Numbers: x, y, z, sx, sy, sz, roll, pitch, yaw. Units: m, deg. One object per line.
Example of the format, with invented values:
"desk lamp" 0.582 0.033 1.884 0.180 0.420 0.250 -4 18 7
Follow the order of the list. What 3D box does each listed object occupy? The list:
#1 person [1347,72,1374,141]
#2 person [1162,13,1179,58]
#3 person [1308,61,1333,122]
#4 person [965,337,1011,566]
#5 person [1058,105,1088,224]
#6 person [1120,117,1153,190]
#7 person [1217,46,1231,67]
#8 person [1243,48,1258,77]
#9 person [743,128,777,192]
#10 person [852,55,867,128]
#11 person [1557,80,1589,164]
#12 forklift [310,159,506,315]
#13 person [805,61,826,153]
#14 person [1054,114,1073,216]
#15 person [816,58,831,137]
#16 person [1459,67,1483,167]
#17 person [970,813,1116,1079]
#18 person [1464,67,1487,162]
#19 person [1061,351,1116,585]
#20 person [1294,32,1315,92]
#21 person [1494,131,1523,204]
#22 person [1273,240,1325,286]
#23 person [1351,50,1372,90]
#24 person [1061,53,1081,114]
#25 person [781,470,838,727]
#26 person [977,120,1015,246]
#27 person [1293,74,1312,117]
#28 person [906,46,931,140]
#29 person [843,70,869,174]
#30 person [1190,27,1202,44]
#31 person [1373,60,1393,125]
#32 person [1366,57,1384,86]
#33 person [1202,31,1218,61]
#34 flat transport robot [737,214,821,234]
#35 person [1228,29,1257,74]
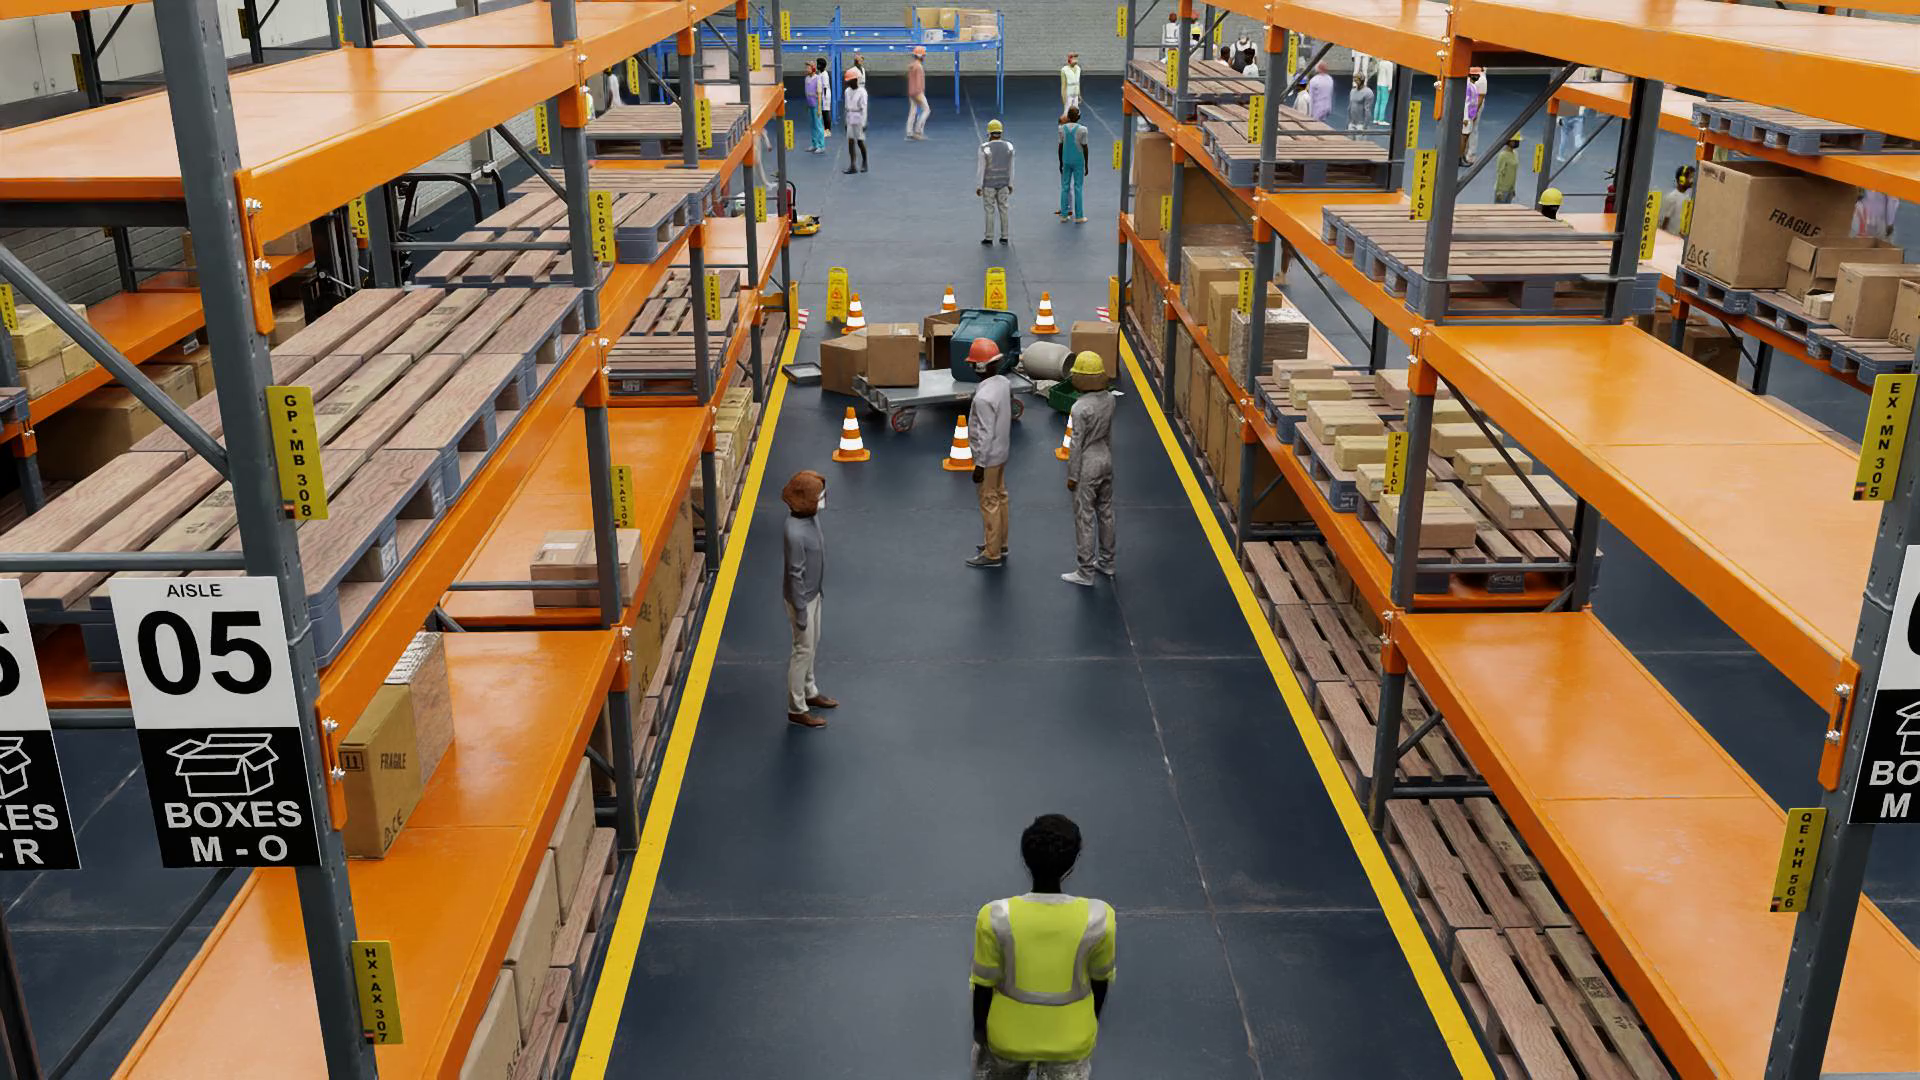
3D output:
"person" 7.386 -7.692 30.848 0.381 1.929 0.636 -9 22 -22
"person" 6.241 -14.570 49.085 0.576 1.881 0.354 11 23 27
"person" 7.270 -8.681 33.525 0.653 1.890 0.696 -15 25 -35
"person" 0.197 -0.662 12.506 0.339 1.747 0.573 6 22 16
"person" 1.798 -5.946 26.342 0.507 1.847 0.345 10 23 24
"person" 3.200 -7.060 29.271 0.772 1.854 0.608 -16 26 -35
"person" 5.764 -9.927 36.785 0.407 1.908 0.597 -6 22 -16
"person" 6.194 -9.578 35.771 0.361 1.964 0.614 -3 21 -8
"person" -3.511 -6.897 29.066 0.896 1.690 0.495 -18 27 -39
"person" -2.306 -10.162 37.770 0.315 1.641 0.515 9 22 22
"person" 12.064 -8.359 32.665 0.587 1.891 0.836 3 21 9
"forklift" -5.622 -2.910 17.832 2.313 2.155 1.214 -1 21 -1
"person" -2.974 -8.878 34.112 0.393 1.836 0.561 -14 25 -32
"person" 1.718 -6.083 27.013 0.284 1.627 0.504 -4 21 -10
"person" -3.000 -9.711 36.506 0.318 1.692 0.532 -6 21 -14
"person" 9.871 -8.223 32.231 0.354 1.939 0.544 11 23 26
"person" 0.301 1.815 6.076 0.525 1.664 0.513 2 21 4
"person" 10.064 -8.518 32.869 0.538 2.000 0.684 -2 21 -4
"person" 0.938 -0.534 12.196 0.333 1.734 0.484 16 26 36
"person" 9.470 -13.342 45.720 0.601 1.983 1.038 -10 23 -24
"person" 7.947 -5.092 24.195 0.313 1.768 0.528 17 26 37
"person" 4.472 -4.306 21.792 0.875 2.006 0.633 2 21 6
"person" 11.129 -13.411 46.021 0.575 1.883 0.355 4 21 11
"person" 2.400 -9.649 36.155 0.407 1.830 0.576 18 27 40
"person" -0.922 0.347 10.019 0.287 1.623 0.507 2 21 6
"person" 0.513 -5.274 24.585 0.600 1.830 0.404 -9 23 -23
"person" 6.185 -7.486 30.274 0.403 1.943 0.607 5 21 13
"person" -0.897 -9.632 35.894 0.600 1.972 0.645 -7 22 -19
"person" -1.946 -7.892 31.397 0.627 1.916 0.580 14 25 33
"person" 5.989 -12.151 42.627 0.370 1.928 0.585 -7 22 -18
"person" 9.864 -10.519 38.552 0.336 1.759 0.528 -7 22 -17
"person" 11.716 -13.485 46.589 0.491 1.609 0.619 -12 24 -29
"person" 6.151 -11.769 41.600 0.547 1.942 0.351 3 21 8
"flat transport robot" -2.919 -4.907 25.785 1.431 0.197 0.652 2 21 4
"person" 6.952 -11.614 41.051 0.696 2.000 0.833 4 21 10
